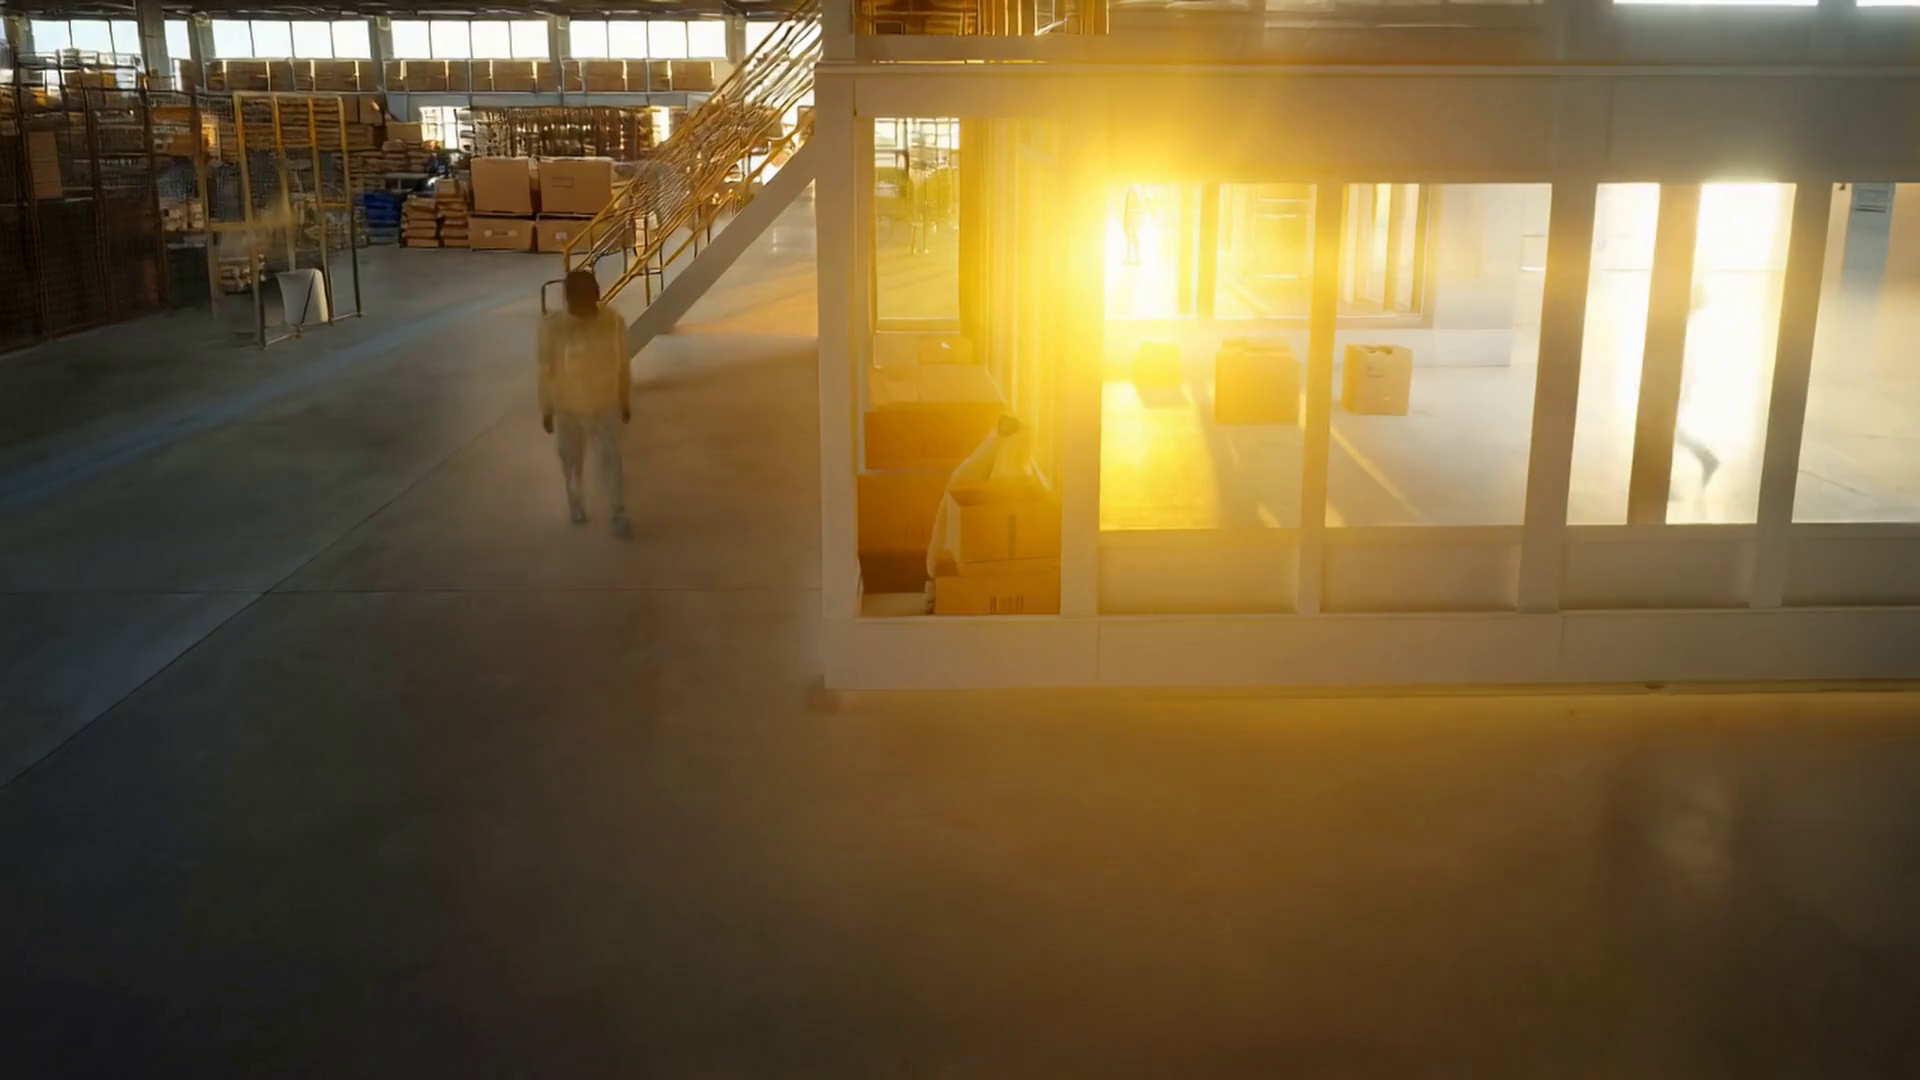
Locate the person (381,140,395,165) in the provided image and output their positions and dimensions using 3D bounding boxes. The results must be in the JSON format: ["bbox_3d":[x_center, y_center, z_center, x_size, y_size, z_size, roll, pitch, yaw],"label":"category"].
[{"bbox_3d":[-27.527,-18.244,80.087,0.619,1.981,0.504,-1,14,-2],"label":"person"}]

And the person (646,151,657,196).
[{"bbox_3d":[-11.854,-14.194,64.406,0.895,1.713,0.549,-9,17,-32],"label":"person"}]

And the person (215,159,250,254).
[{"bbox_3d":[-15.668,-7.127,35.603,0.929,2.006,0.610,2,14,7],"label":"person"}]

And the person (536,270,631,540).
[{"bbox_3d":[-2.514,-0.913,11.201,0.652,1.787,0.980,-6,15,-24],"label":"person"}]

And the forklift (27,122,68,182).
[{"bbox_3d":[-35.376,-14.773,64.377,1.129,2.768,1.873,-1,14,-2],"label":"forklift"}]

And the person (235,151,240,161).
[{"bbox_3d":[-25.083,-12.683,58.141,0.590,1.837,0.404,-11,18,-36],"label":"person"}]
